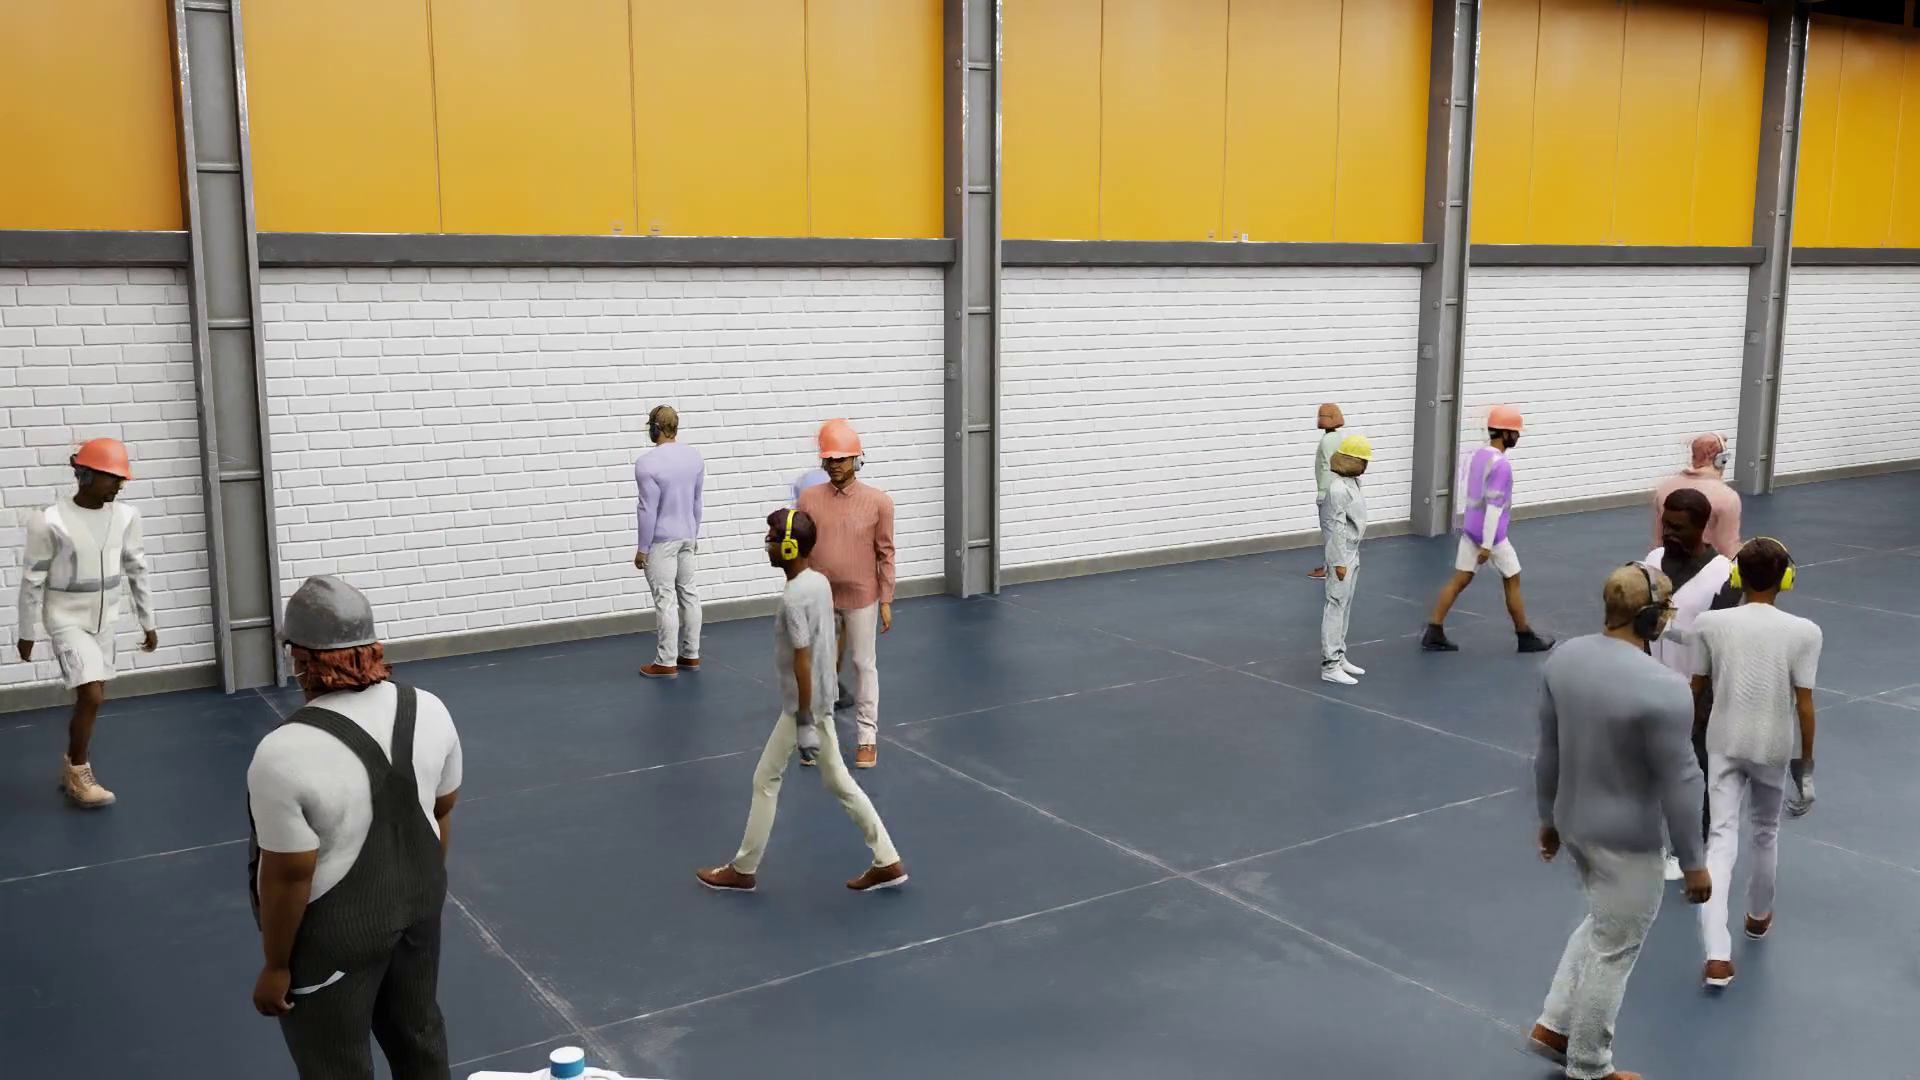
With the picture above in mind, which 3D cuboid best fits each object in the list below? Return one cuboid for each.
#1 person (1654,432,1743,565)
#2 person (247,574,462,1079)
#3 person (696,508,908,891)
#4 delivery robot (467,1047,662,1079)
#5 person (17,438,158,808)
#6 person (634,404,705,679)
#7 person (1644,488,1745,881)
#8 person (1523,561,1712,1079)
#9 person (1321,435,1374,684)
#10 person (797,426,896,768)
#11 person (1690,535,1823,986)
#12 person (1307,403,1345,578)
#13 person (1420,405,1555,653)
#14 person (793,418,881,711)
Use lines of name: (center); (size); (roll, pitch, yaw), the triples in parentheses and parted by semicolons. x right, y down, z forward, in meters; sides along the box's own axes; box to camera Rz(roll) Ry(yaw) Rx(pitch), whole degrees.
person: (4.573, 0.266, 10.380); (0.523, 1.892, 0.644); (-3, 10, -18)
person: (-1.814, 1.101, 4.872); (0.536, 2.000, 0.672); (5, 11, 28)
person: (-0.704, 0.753, 7.656); (0.992, 1.824, 0.549); (2, 10, 12)
delivery robot: (-1.174, 1.773, 5.009); (0.707, 0.478, 0.477); (1, 10, 5)
person: (-4.707, 0.442, 8.968); (0.687, 1.992, 0.623); (4, 10, 25)
person: (-2.064, 0.010, 11.753); (0.373, 1.940, 0.629); (6, 11, 31)
person: (3.335, 0.694, 7.760); (0.581, 1.893, 0.598); (-4, 10, -22)
person: (2.272, 1.019, 5.726); (0.437, 1.919, 0.631); (-2, 10, -12)
person: (2.720, 0.127, 11.660); (0.305, 1.738, 0.484); (4, 10, 24)
person: (-0.679, 0.330, 9.653); (0.611, 1.996, 0.379); (2, 10, 12)
person: (3.270, 0.884, 6.909); (0.532, 1.806, 1.005); (5, 11, 29)
person: (3.423, -0.459, 15.496); (0.273, 1.632, 0.508); (4, 10, 25)
person: (3.952, -0.071, 12.424); (1.013, 1.885, 0.551); (-2, 10, -9)
person: (-0.758, 0.158, 10.923); (0.556, 1.919, 0.587); (6, 11, 33)
